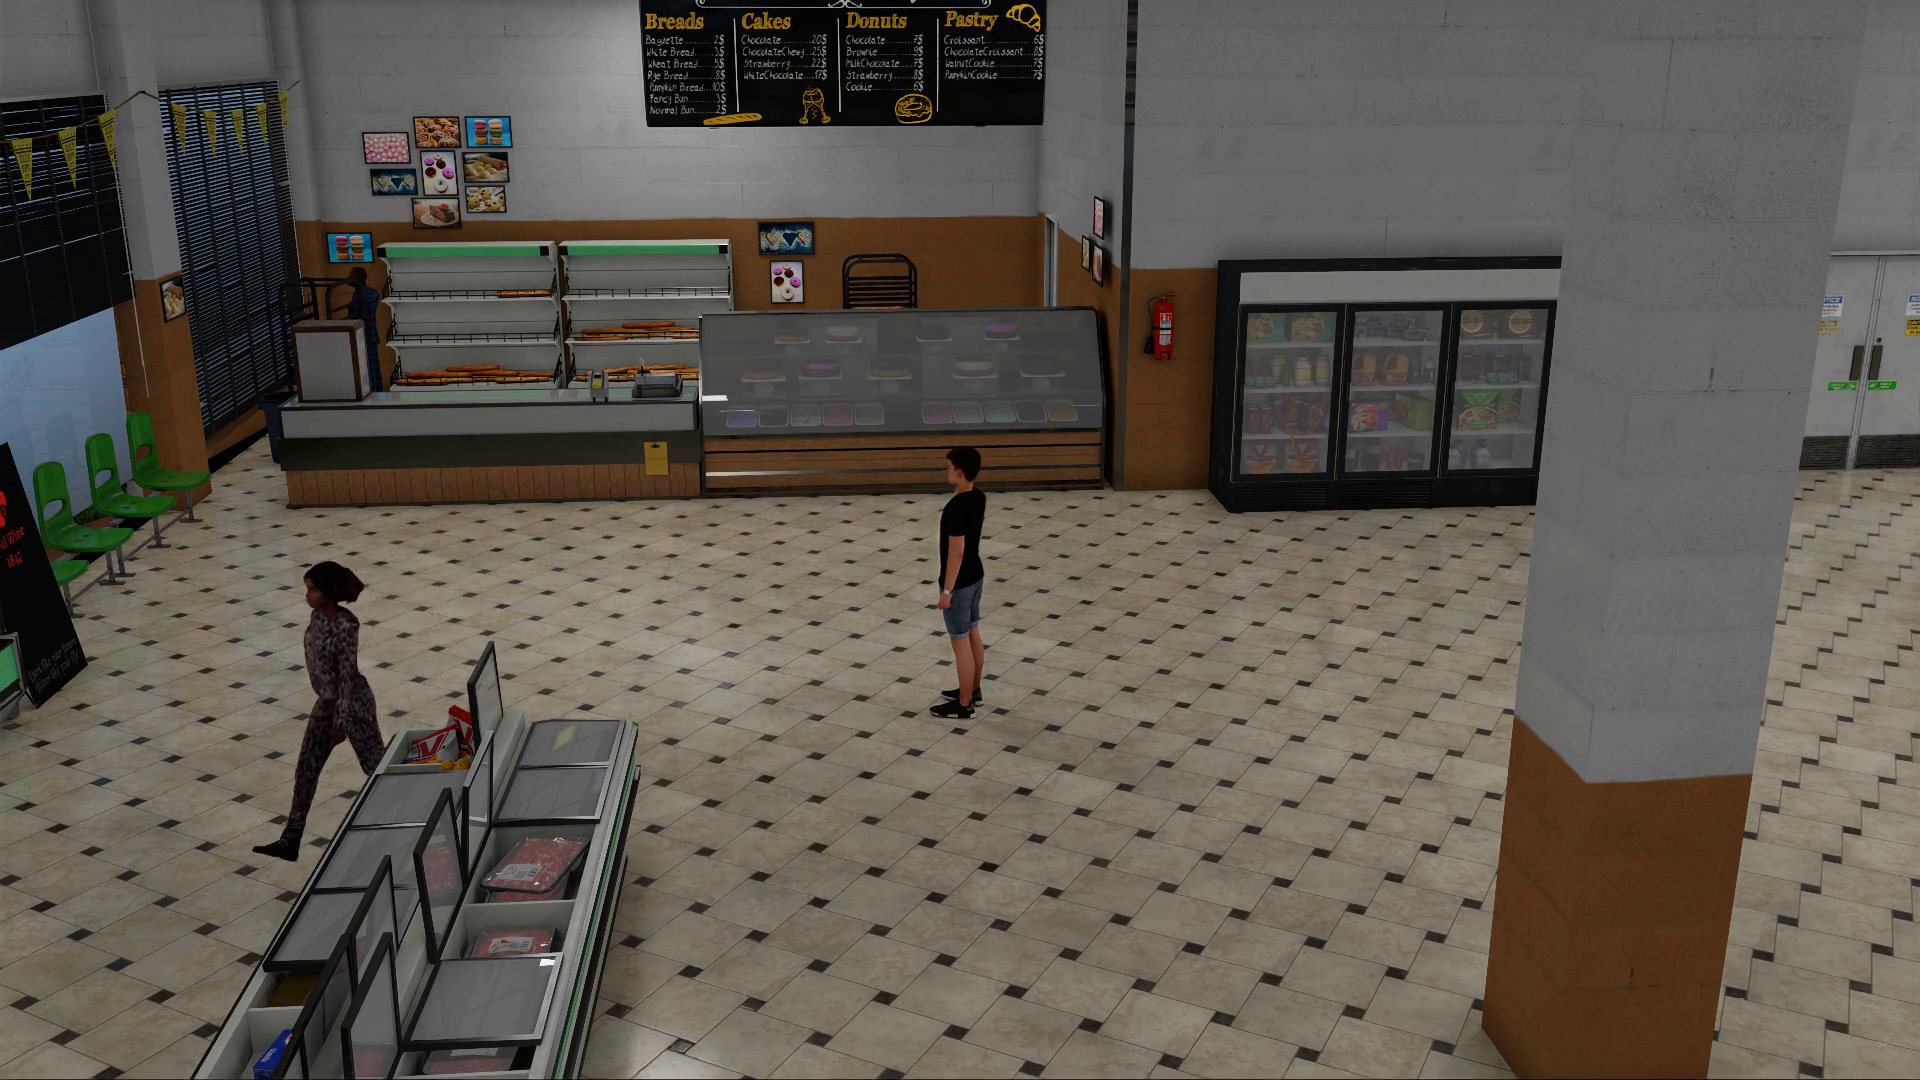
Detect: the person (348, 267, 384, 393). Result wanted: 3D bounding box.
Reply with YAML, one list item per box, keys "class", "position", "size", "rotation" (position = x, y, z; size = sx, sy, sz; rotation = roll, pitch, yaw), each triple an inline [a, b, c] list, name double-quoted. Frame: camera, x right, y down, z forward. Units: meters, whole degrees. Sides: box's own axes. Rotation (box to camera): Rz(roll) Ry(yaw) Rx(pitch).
- class: "person"
  position: [-6.995, -2.312, 19.576]
  size: [0.738, 1.825, 0.558]
  rotation: [0, 17, -1]

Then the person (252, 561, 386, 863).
- class: "person"
  position: [-3.295, 0.931, 9.152]
  size: [1.068, 1.675, 1.121]
  rotation: [15, 22, 40]

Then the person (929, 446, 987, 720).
- class: "person"
  position: [0.023, 0.270, 11.034]
  size: [0.784, 1.847, 0.630]
  rotation: [5, 18, 16]
